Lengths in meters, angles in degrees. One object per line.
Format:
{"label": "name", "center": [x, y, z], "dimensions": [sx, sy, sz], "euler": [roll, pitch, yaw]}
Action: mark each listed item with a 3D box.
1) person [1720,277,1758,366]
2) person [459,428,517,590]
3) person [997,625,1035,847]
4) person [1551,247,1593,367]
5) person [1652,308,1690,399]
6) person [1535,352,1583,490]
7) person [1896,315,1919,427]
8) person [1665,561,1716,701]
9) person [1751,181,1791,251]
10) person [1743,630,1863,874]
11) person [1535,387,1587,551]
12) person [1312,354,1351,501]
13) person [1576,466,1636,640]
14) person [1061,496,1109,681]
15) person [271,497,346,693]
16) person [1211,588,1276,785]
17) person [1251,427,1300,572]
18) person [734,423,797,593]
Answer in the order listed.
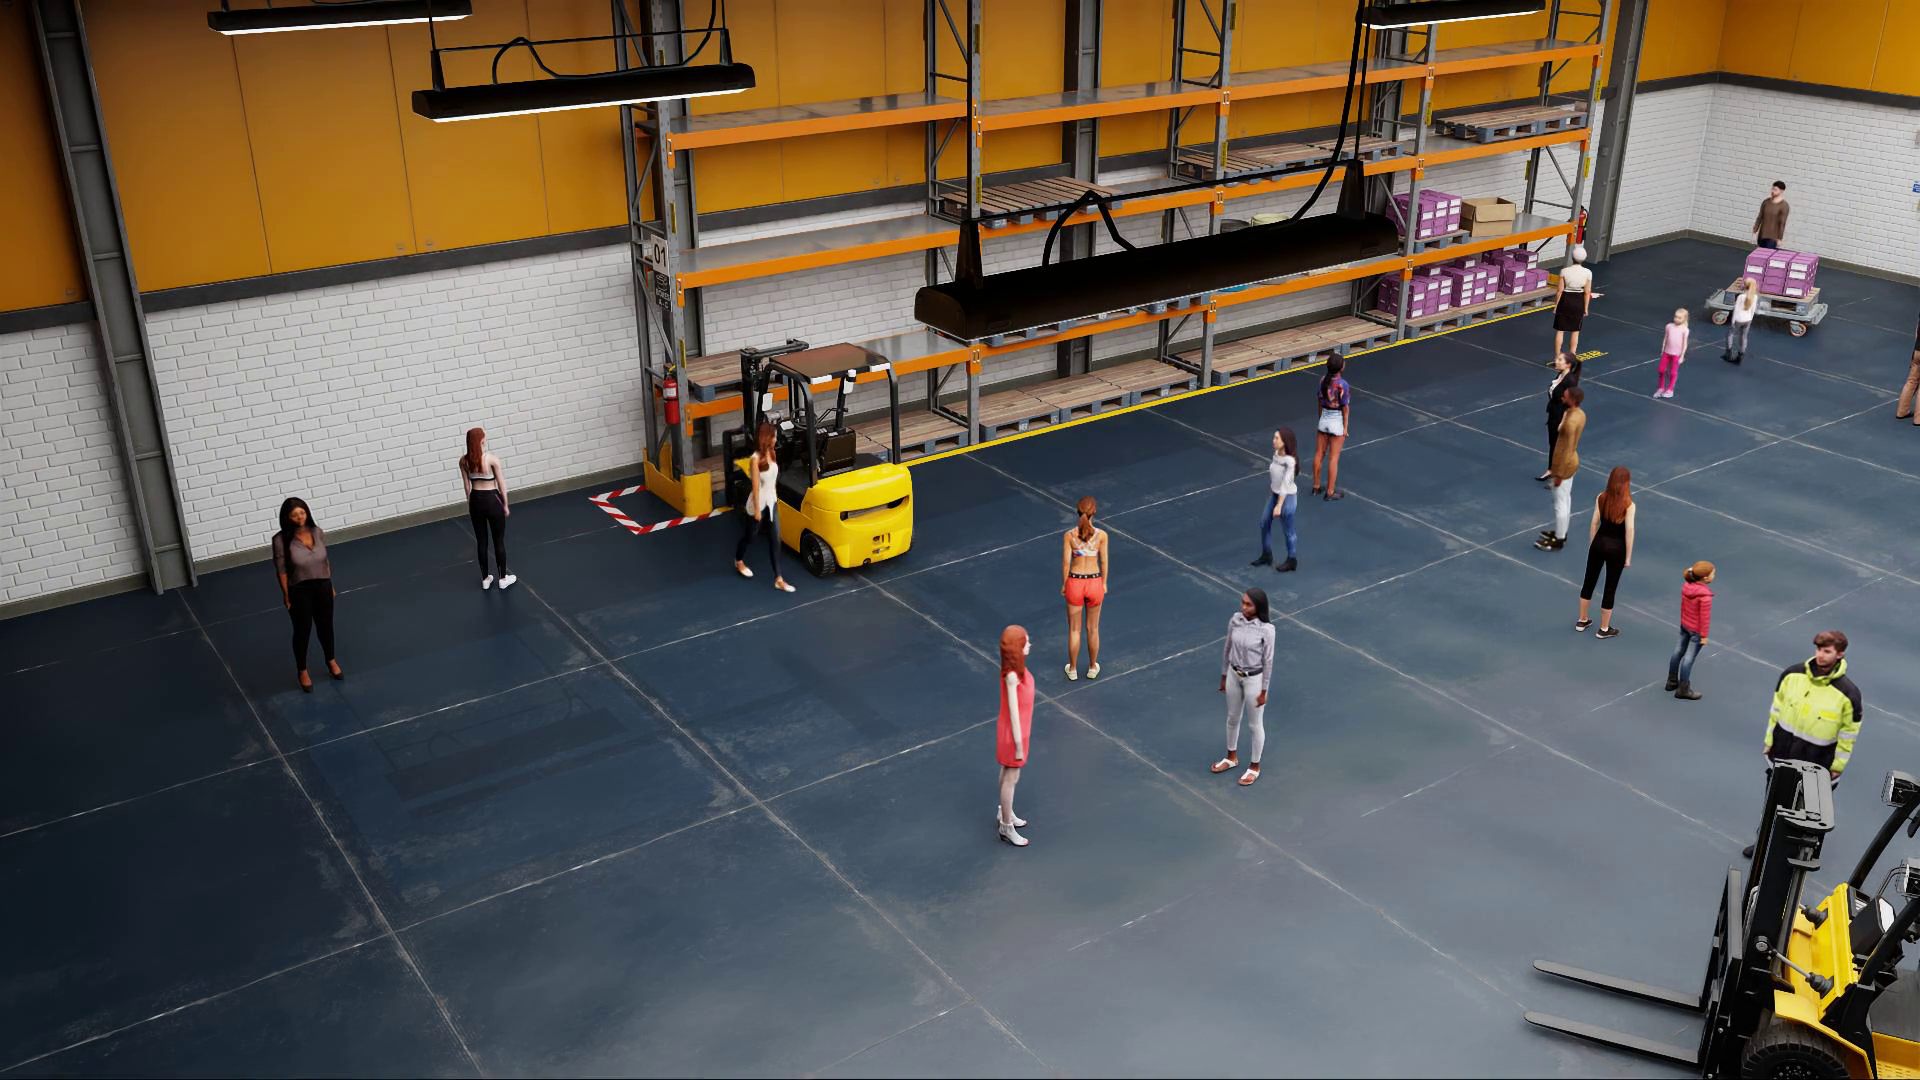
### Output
{"label": "person", "center": [11.362, -3.152, 24.081], "dimensions": [0.653, 1.266, 0.698], "euler": [-2, 24, -4]}
{"label": "person", "center": [-4.853, -0.328, 17.029], "dimensions": [0.654, 1.741, 0.732], "euler": [2, 24, 4]}
{"label": "person", "center": [0.402, 1.481, 12.782], "dimensions": [0.689, 1.828, 0.666], "euler": [0, 24, 0]}
{"label": "person", "center": [8.773, -3.334, 23.888], "dimensions": [0.713, 1.755, 0.745], "euler": [7, 24, 15]}
{"label": "person", "center": [9.789, -2.570, 22.759], "dimensions": [0.553, 1.260, 0.622], "euler": [21, 31, 39]}
{"label": "person", "center": [7.096, -1.424, 19.636], "dimensions": [0.723, 1.661, 0.689], "euler": [0, 24, 1]}
{"label": "person", "center": [12.650, -2.437, 21.731], "dimensions": [0.726, 1.840, 0.760], "euler": [-5, 24, -12]}
{"label": "person", "center": [6.595, 0.795, 14.989], "dimensions": [0.612, 1.318, 0.586], "euler": [-4, 24, -8]}
{"label": "person", "center": [13.481, -5.014, 27.610], "dimensions": [1.187, 1.853, 0.762], "euler": [-11, 26, -24]}
{"label": "person", "center": [6.325, 1.559, 12.411], "dimensions": [0.667, 1.983, 0.791], "euler": [-19, 30, -37]}
{"label": "person", "center": [6.547, -0.788, 17.989], "dimensions": [0.779, 1.816, 0.633], "euler": [12, 26, 26]}
{"label": "person", "center": [4.310, -1.329, 19.318], "dimensions": [0.516, 1.743, 0.594], "euler": [-17, 29, -34]}
{"label": "person", "center": [6.252, 0.100, 16.069], "dimensions": [0.520, 1.725, 0.590], "euler": [-18, 29, -36]}
{"label": "person", "center": [1.137, 0.441, 15.206], "dimensions": [0.661, 1.791, 0.743], "euler": [0, 24, 0]}
{"label": "person", "center": [-5.921, 0.470, 15.079], "dimensions": [0.761, 1.842, 0.614], "euler": [20, 30, 37]}
{"label": "person", "center": [2.351, 1.172, 13.619], "dimensions": [0.554, 1.724, 0.630], "euler": [-22, 32, -40]}
{"label": "person", "center": [3.459, -0.413, 17.383], "dimensions": [0.809, 1.614, 0.740], "euler": [-5, 24, -12]}
{"label": "person", "center": [-2.112, -0.344, 17.071], "dimensions": [0.928, 1.737, 1.106], "euler": [15, 28, 31]}
